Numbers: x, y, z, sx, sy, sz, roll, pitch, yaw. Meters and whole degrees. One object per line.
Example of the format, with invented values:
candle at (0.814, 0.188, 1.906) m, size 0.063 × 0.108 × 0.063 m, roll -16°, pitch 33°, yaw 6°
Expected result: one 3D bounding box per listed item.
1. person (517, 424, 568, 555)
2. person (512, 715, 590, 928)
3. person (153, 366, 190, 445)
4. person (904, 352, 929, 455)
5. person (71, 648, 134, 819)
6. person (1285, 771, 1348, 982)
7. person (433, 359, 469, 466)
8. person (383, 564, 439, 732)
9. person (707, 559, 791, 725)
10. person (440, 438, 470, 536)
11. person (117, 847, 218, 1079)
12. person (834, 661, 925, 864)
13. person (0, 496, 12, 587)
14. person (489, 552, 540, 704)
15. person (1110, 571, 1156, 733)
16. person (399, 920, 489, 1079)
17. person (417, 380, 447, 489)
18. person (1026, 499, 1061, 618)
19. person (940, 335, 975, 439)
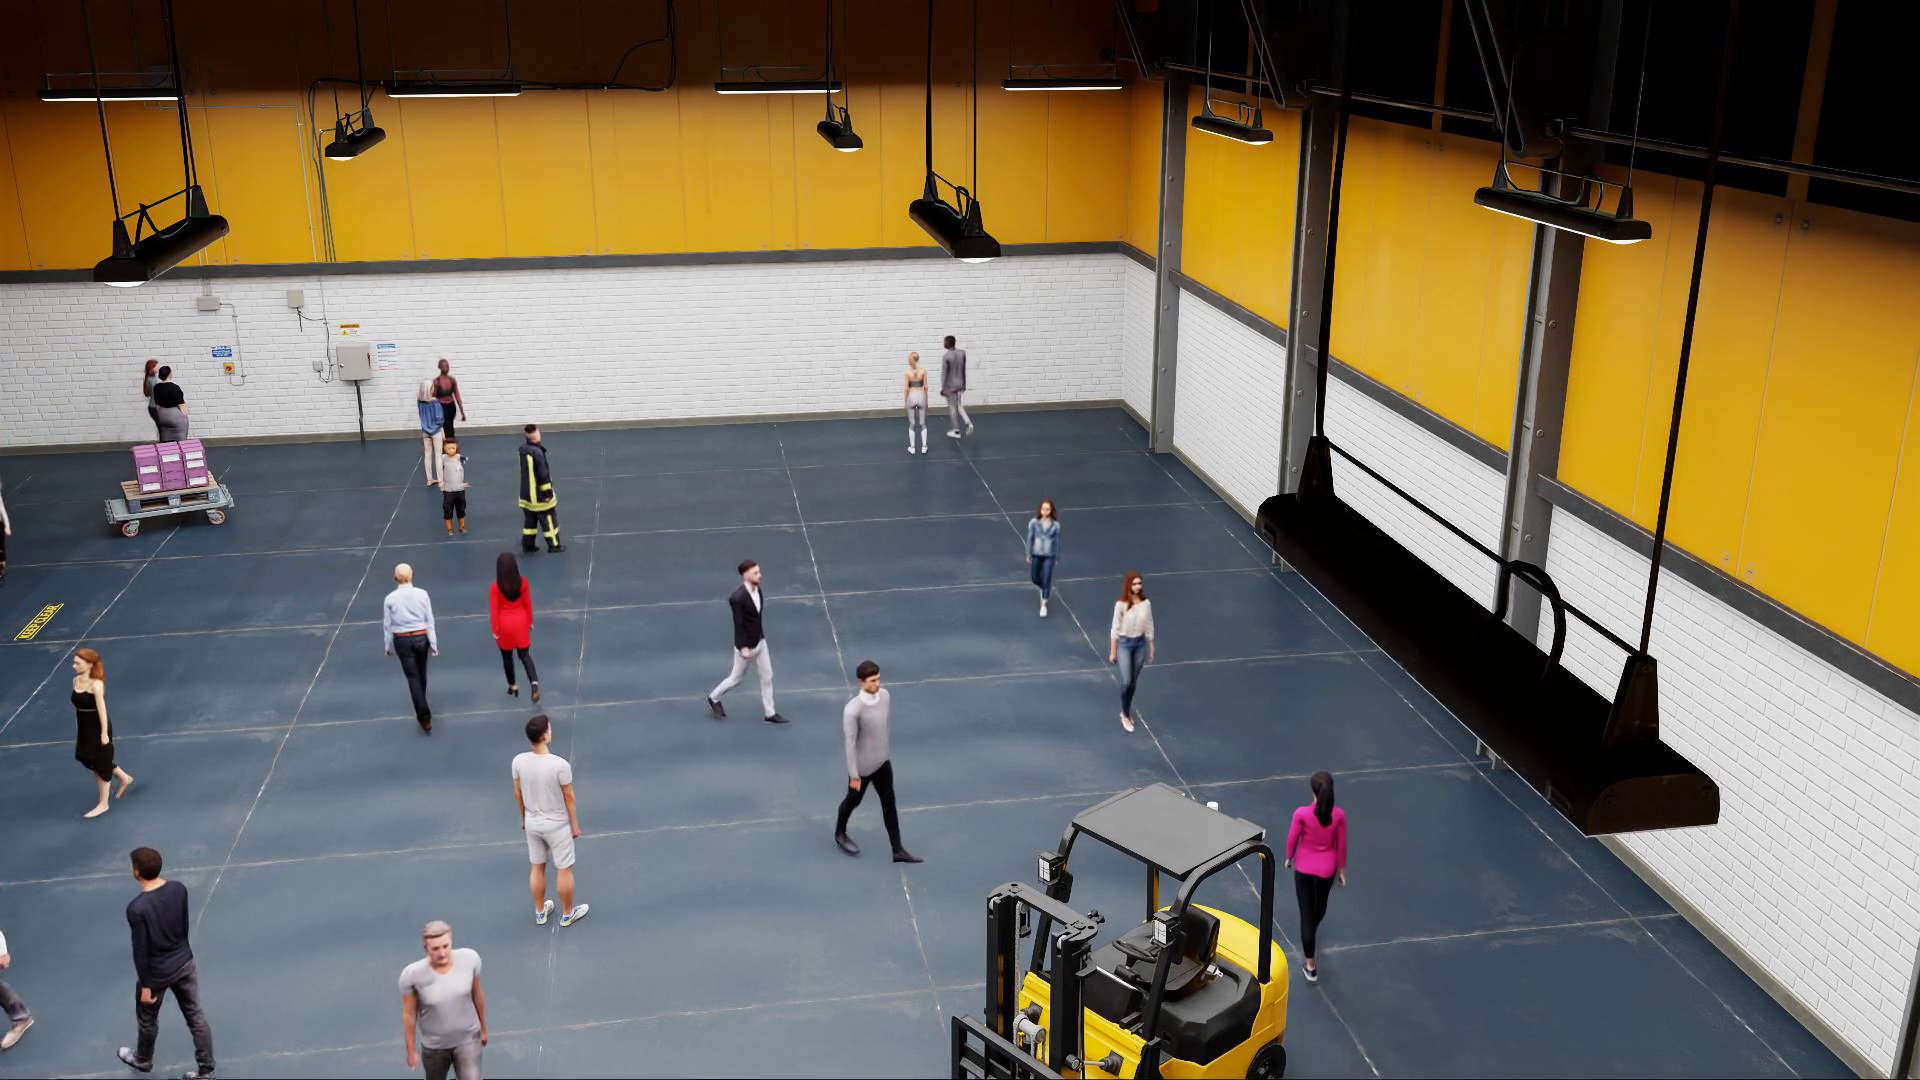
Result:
person at (-5.832, -0.698, 22.741) m, size 0.940 × 1.856 × 1.004 m, roll 14°, pitch 23°, yaw 36°
person at (-3.418, 2.329, 13.763) m, size 0.759 × 1.849 × 0.726 m, roll 5°, pitch 19°, yaw 13°
person at (-12.551, -1.911, 26.493) m, size 0.754 × 1.760 × 0.752 m, roll 4°, pitch 19°, yaw 12°
person at (-0.727, -2.292, 27.710) m, size 0.566 × 1.706 × 0.525 m, roll -2°, pitch 19°, yaw -6°
person at (-8.147, 1.765, 15.765) m, size 0.853 × 1.640 × 0.925 m, roll 11°, pitch 22°, yaw 30°
person at (2.810, 2.659, 13.074) m, size 0.706 × 1.663 × 1.076 m, roll -1°, pitch 19°, yaw -2°
person at (-8.402, -2.082, 27.073) m, size 1.248 × 1.713 × 1.071 m, roll 17°, pitch 25°, yaw 42°
person at (-5.716, 1.162, 17.409) m, size 0.898 × 1.733 × 1.277 m, roll -9°, pitch 21°, yaw -25°
person at (-2.311, 1.087, 17.510) m, size 1.159 × 1.811 × 1.196 m, roll 9°, pitch 21°, yaw 26°
person at (-7.230, -0.809, 23.698) m, size 0.644 × 1.456 × 0.640 m, roll -13°, pitch 23°, yaw -34°
person at (-5.476, 3.046, 11.652) m, size 1.132 × 1.837 × 1.128 m, roll 9°, pitch 21°, yaw 26°
person at (-0.885, 1.967, 14.801) m, size 1.349 × 1.873 × 1.234 m, roll 16°, pitch 24°, yaw 39°
person at (-12.668, -0.159, 21.768) m, size 0.754 × 1.456 × 1.036 m, roll -10°, pitch 21°, yaw -26°
person at (-4.786, 0.987, 17.938) m, size 0.901 × 1.727 × 1.095 m, roll -13°, pitch 23°, yaw -35°
person at (1.771, 1.120, 17.560) m, size 0.650 × 1.717 × 0.726 m, roll -6°, pitch 19°, yaw -17°
person at (-3.422, 3.278, 11.037) m, size 0.957 × 1.790 × 1.271 m, roll -10°, pitch 21°, yaw -27°
person at (-8.206, -1.660, 25.848) m, size 0.709 × 1.697 × 0.748 m, roll 9°, pitch 21°, yaw 26°
person at (1.047, 0.185, 20.738) m, size 0.747 × 1.461 × 0.931 m, roll 3°, pitch 19°, yaw 10°
person at (-0.059, -2.592, 28.434) m, size 0.897 × 1.813 × 0.973 m, roll -15°, pitch 24°, yaw -38°
